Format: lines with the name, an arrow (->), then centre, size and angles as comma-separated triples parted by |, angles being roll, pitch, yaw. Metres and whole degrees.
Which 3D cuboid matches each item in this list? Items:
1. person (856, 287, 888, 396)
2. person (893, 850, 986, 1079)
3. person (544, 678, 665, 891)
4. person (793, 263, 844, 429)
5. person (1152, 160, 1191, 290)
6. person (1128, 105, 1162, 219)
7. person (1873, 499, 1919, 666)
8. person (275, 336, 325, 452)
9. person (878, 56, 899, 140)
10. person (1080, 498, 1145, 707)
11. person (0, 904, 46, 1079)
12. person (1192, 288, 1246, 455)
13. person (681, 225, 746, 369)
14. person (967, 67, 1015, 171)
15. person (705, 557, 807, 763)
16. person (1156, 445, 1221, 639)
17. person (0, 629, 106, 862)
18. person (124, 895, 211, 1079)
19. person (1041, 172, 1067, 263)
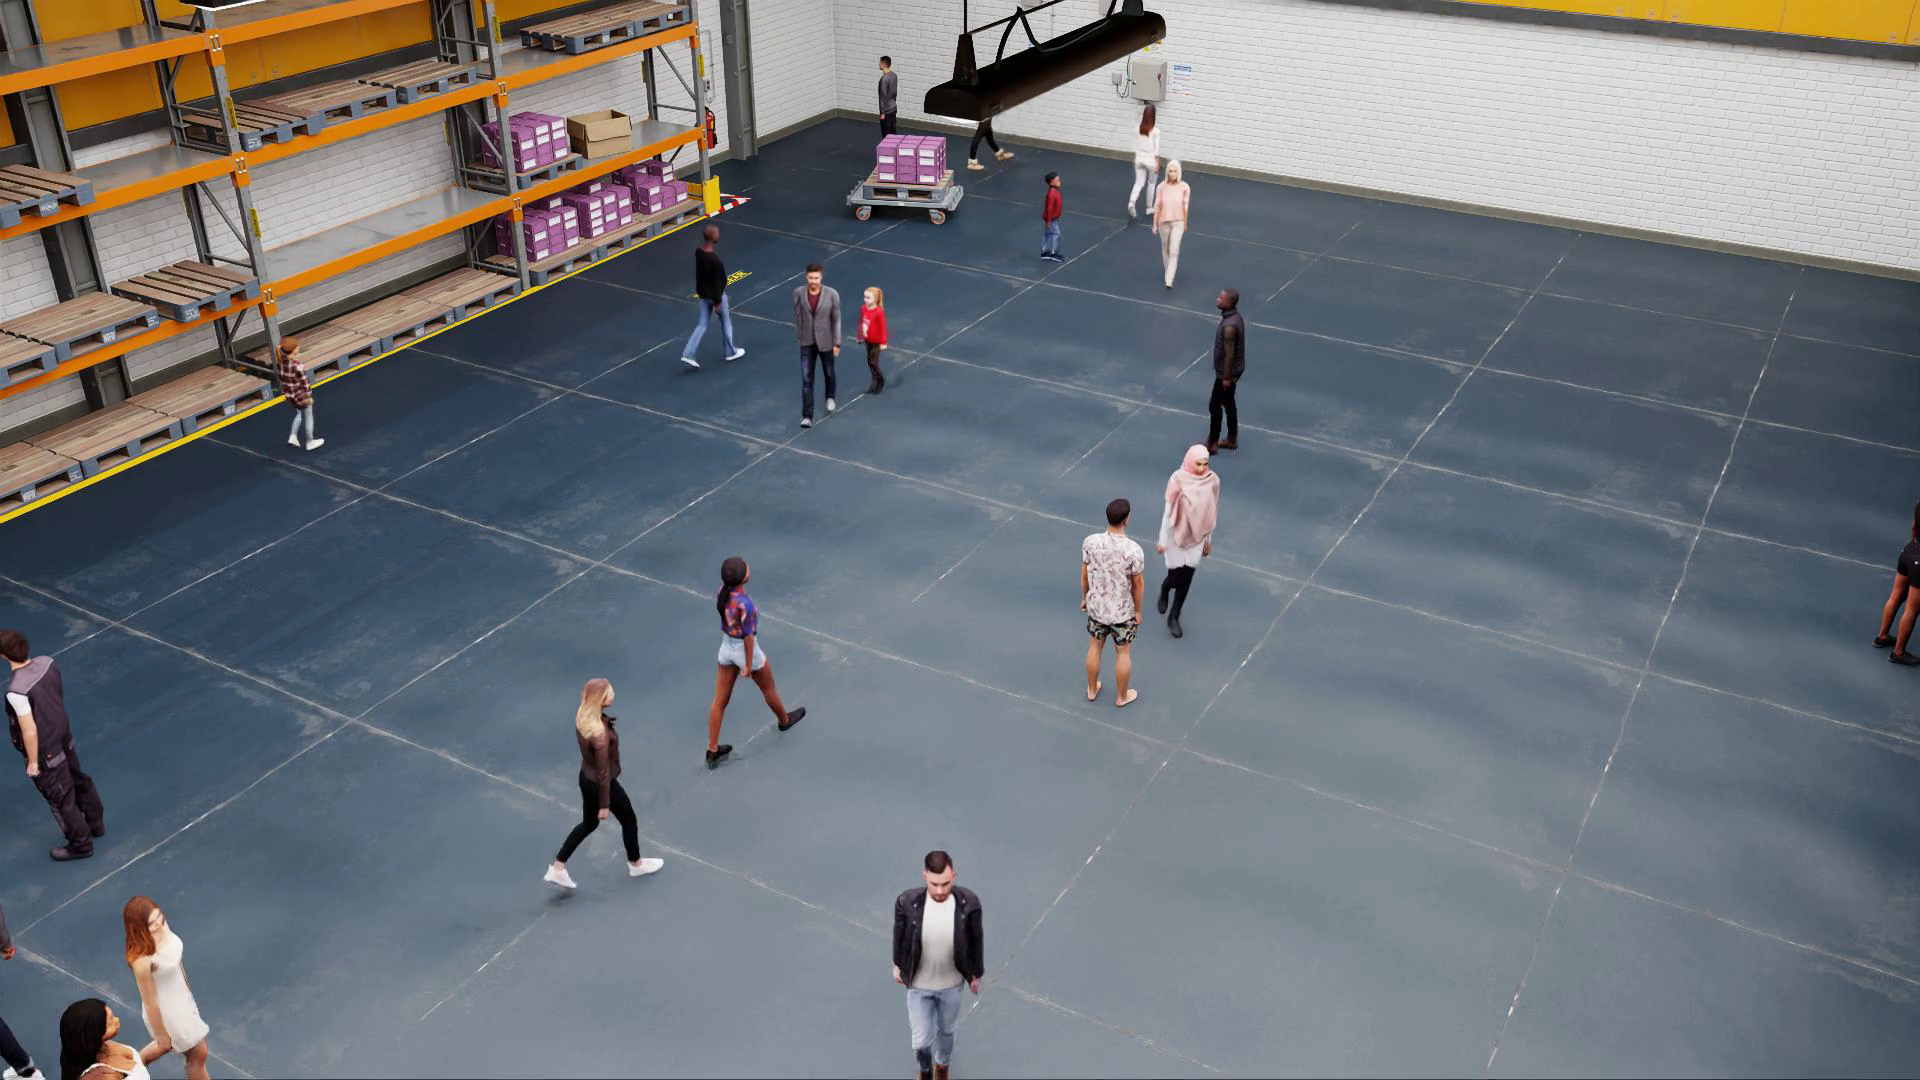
person -> -0.954, -2.307, 19.085 | 0.537, 1.275, 0.544 | 23, 36, 36
person -> -0.141, 2.491, 9.714 | 0.776, 1.825, 0.796 | -2, 29, -4
person -> -2.536, 1.695, 11.336 | 1.139, 1.671, 0.903 | -17, 33, -29
person -> -1.547, -2.182, 18.298 | 1.061, 1.809, 1.309 | 1, 29, 3
person -> 2.821, -4.241, 22.209 | 0.846, 1.679, 1.177 | 6, 29, 10
person -> 2.736, -5.590, 24.695 | 0.619, 1.667, 0.976 | 17, 33, 28
person -> 8.068, 0.213, 13.979 | 0.732, 1.741, 0.627 | -1, 29, -2
person -> -7.069, -1.528, 17.639 | 0.535, 1.293, 0.606 | 14, 32, 24
person -> -1.167, -7.031, 27.240 | 0.690, 1.759, 0.487 | 12, 31, 21
person -> 1.218, 0.503, 13.372 | 0.690, 1.814, 0.577 | 12, 31, 21
person -> -5.778, 2.506, 9.755 | 0.885, 1.760, 1.095 | 11, 30, 19
person -> 2.864, -1.775, 17.532 | 0.882, 1.829, 0.781 | 6, 29, 10
person -> -2.999, -2.846, 19.609 | 0.739, 1.720, 1.165 | 22, 36, 35
person -> 0.552, -6.834, 27.021 | 1.115, 1.622, 1.043 | -15, 32, -25
person -> -1.755, 0.939, 12.703 | 0.771, 1.688, 1.206 | 24, 37, 37
person -> 1.927, -0.036, 14.391 | 0.864, 1.784, 0.924 | -3, 29, -6
person -> -6.390, 1.412, 11.668 | 0.793, 1.848, 0.679 | 1, 29, 1
person -> -4.616, 2.688, 9.504 | 0.964, 1.681, 0.990 | -3, 29, -6
person -> 1.211, -4.495, 23.127 | 0.673, 1.246, 0.609 | 4, 29, 7
